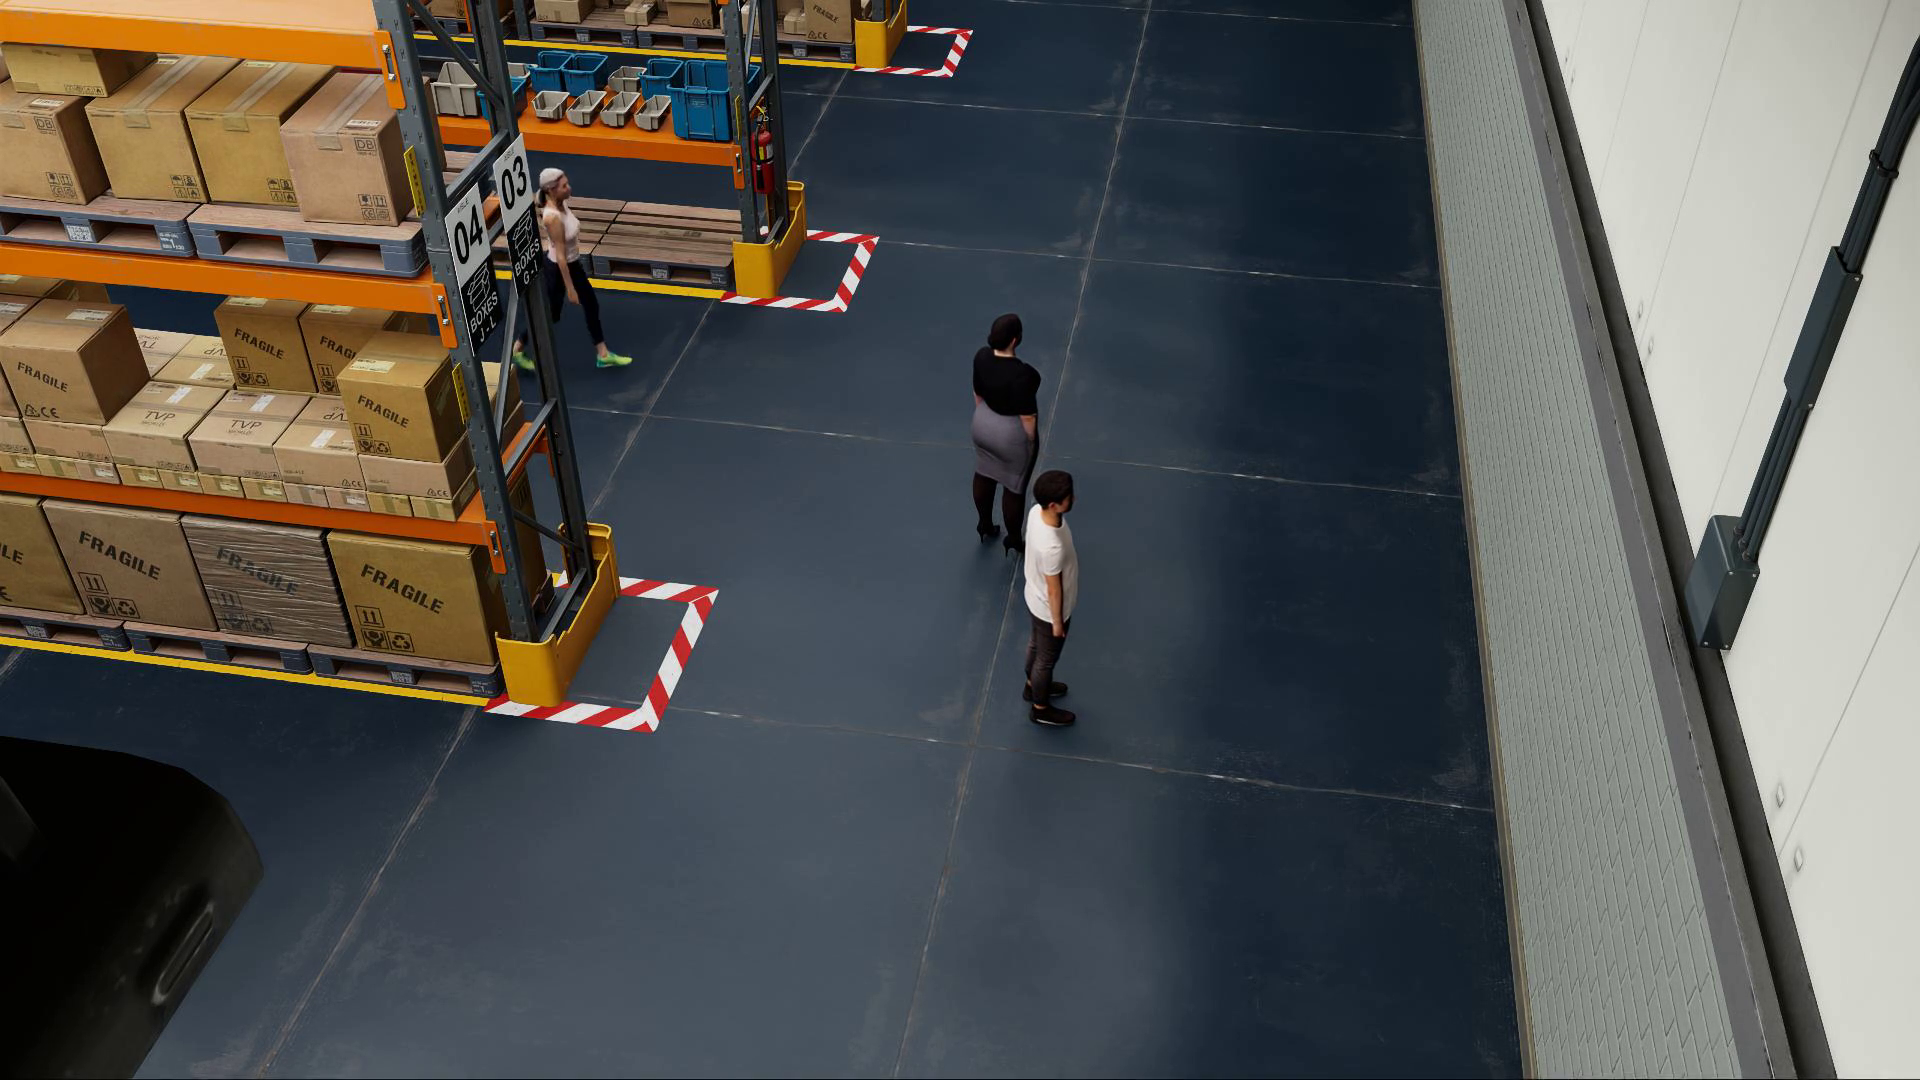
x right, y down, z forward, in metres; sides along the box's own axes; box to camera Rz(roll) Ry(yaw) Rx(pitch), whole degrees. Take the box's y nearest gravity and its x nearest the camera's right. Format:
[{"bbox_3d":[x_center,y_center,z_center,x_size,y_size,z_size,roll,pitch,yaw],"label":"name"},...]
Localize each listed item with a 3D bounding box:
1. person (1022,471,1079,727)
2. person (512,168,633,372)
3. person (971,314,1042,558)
[{"bbox_3d":[0.504,0.313,9.476,0.632,1.722,0.685,-4,38,-5],"label":"person"},{"bbox_3d":[-3.073,-1.972,12.444,1.236,1.664,0.807,0,38,-1],"label":"person"},{"bbox_3d":[0.282,-0.673,10.705,0.836,1.760,0.747,-31,48,-34],"label":"person"}]
